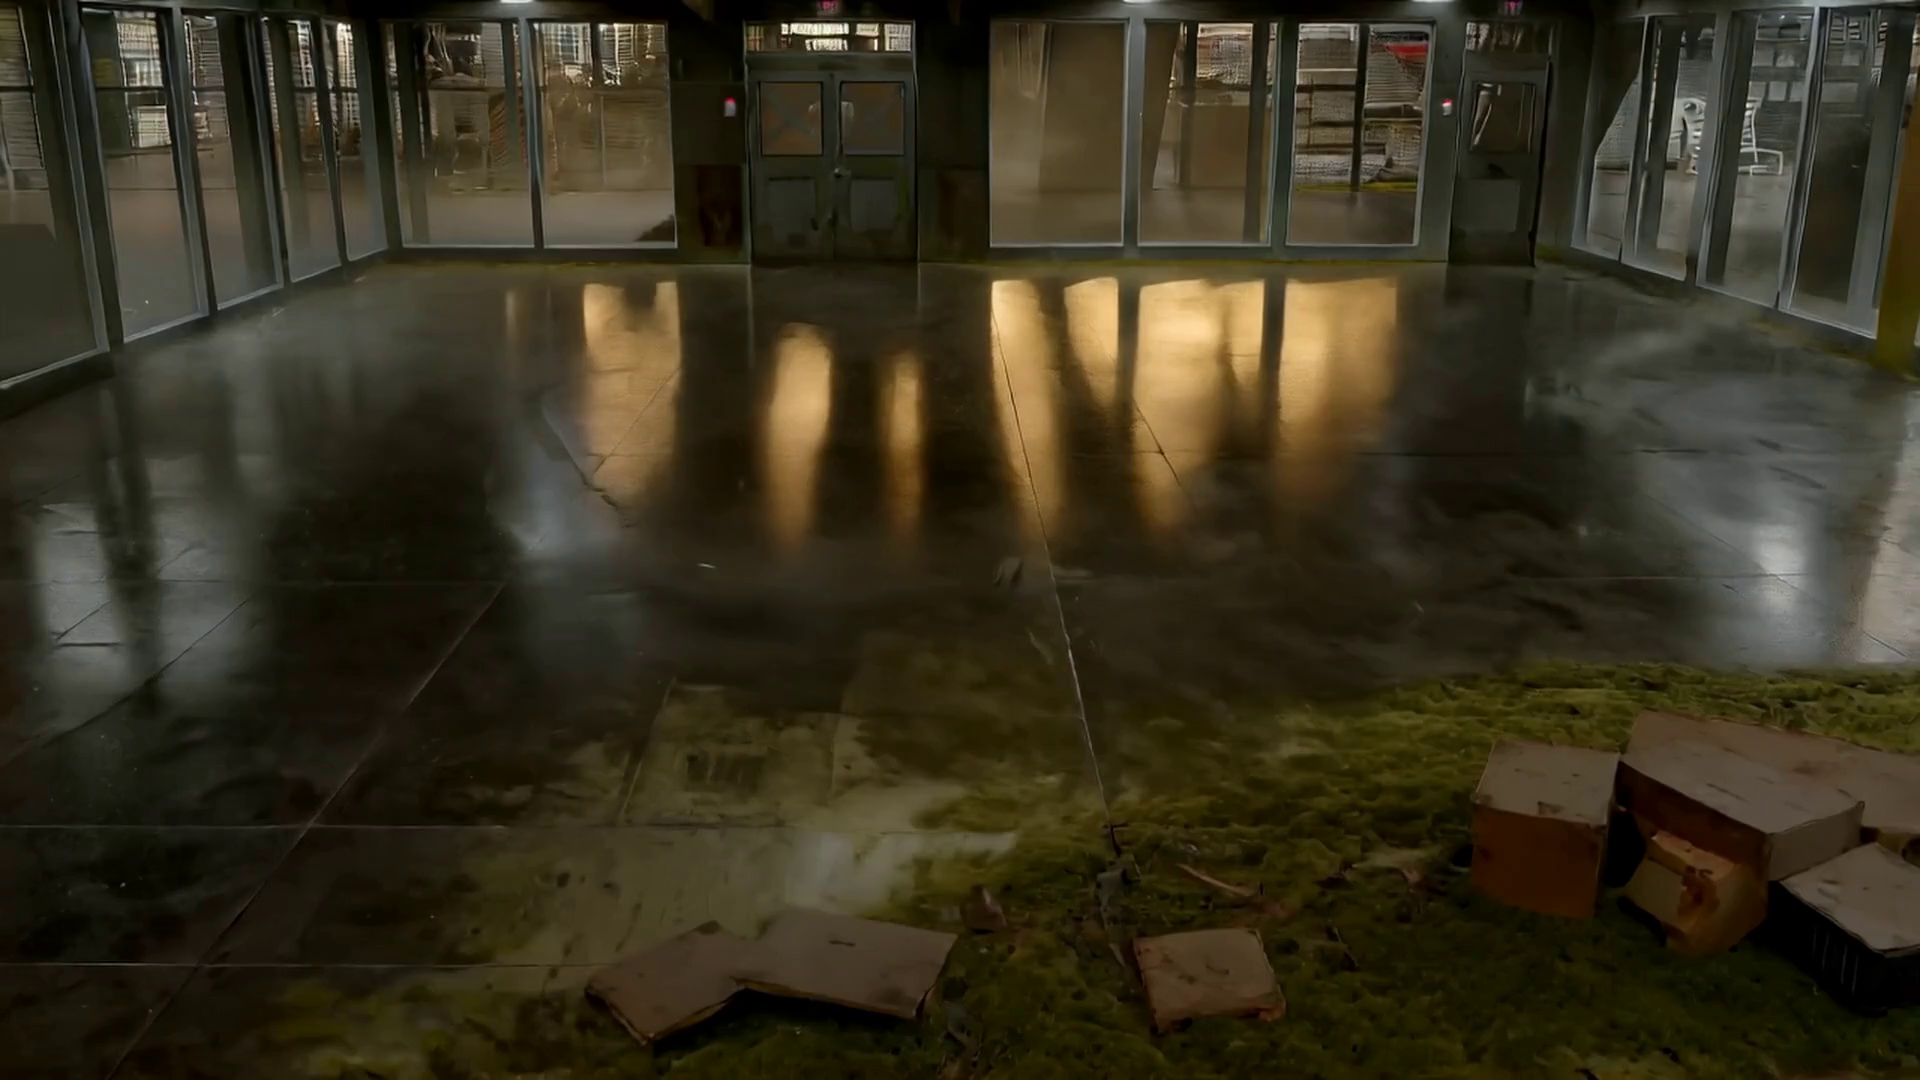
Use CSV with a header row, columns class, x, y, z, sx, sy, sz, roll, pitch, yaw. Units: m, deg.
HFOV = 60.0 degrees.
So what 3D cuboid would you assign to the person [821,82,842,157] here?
class,x,y,z,sx,sy,sz,roll,pitch,yaw
person,-1.476,-4.537,19.623,0.601,1.870,0.545,-8,18,-25
